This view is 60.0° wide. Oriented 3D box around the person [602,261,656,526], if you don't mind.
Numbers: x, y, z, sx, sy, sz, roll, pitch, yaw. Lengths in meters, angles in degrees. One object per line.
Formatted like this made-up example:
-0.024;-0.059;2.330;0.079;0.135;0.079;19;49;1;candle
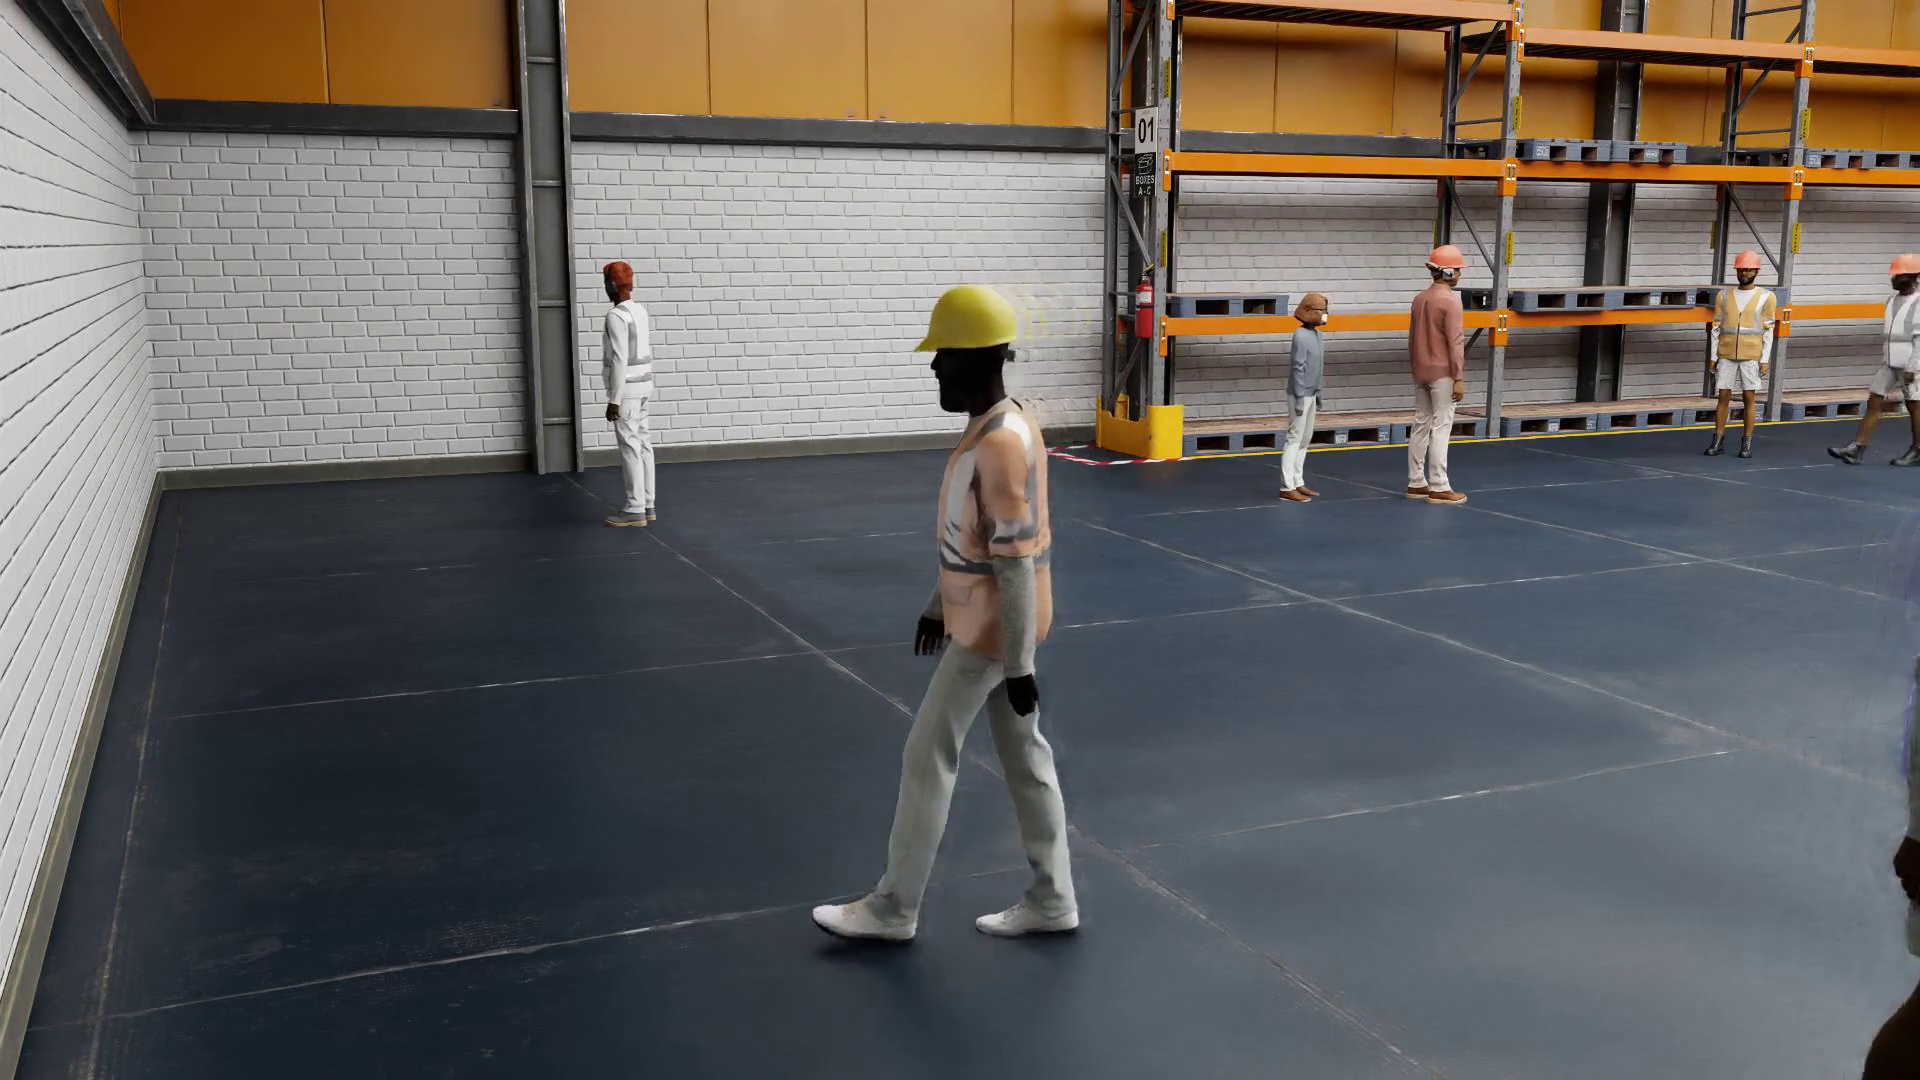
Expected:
-2.375;-1.035;11.869;0.352;1.881;0.576;2;10;10;person

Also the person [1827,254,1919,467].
8.296;-1.580;14.853;0.930;1.896;0.569;-2;10;-11;person

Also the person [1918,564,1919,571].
6.061;-0.724;9.981;0.354;1.936;0.635;1;10;7;person

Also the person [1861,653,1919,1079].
2.043;0.506;3.286;0.687;1.891;0.355;-9;13;-40;person

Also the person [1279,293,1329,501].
2.712;-1.115;13.046;0.304;1.624;0.499;5;11;27;person

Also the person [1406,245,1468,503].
3.723;-1.283;12.935;0.381;1.994;0.622;-3;11;-18;person

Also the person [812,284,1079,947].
-0.045;0.236;4.742;0.857;1.896;0.600;1;10;6;person

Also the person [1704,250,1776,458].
7.331;-1.741;15.634;0.546;1.942;0.353;8;13;36;person
